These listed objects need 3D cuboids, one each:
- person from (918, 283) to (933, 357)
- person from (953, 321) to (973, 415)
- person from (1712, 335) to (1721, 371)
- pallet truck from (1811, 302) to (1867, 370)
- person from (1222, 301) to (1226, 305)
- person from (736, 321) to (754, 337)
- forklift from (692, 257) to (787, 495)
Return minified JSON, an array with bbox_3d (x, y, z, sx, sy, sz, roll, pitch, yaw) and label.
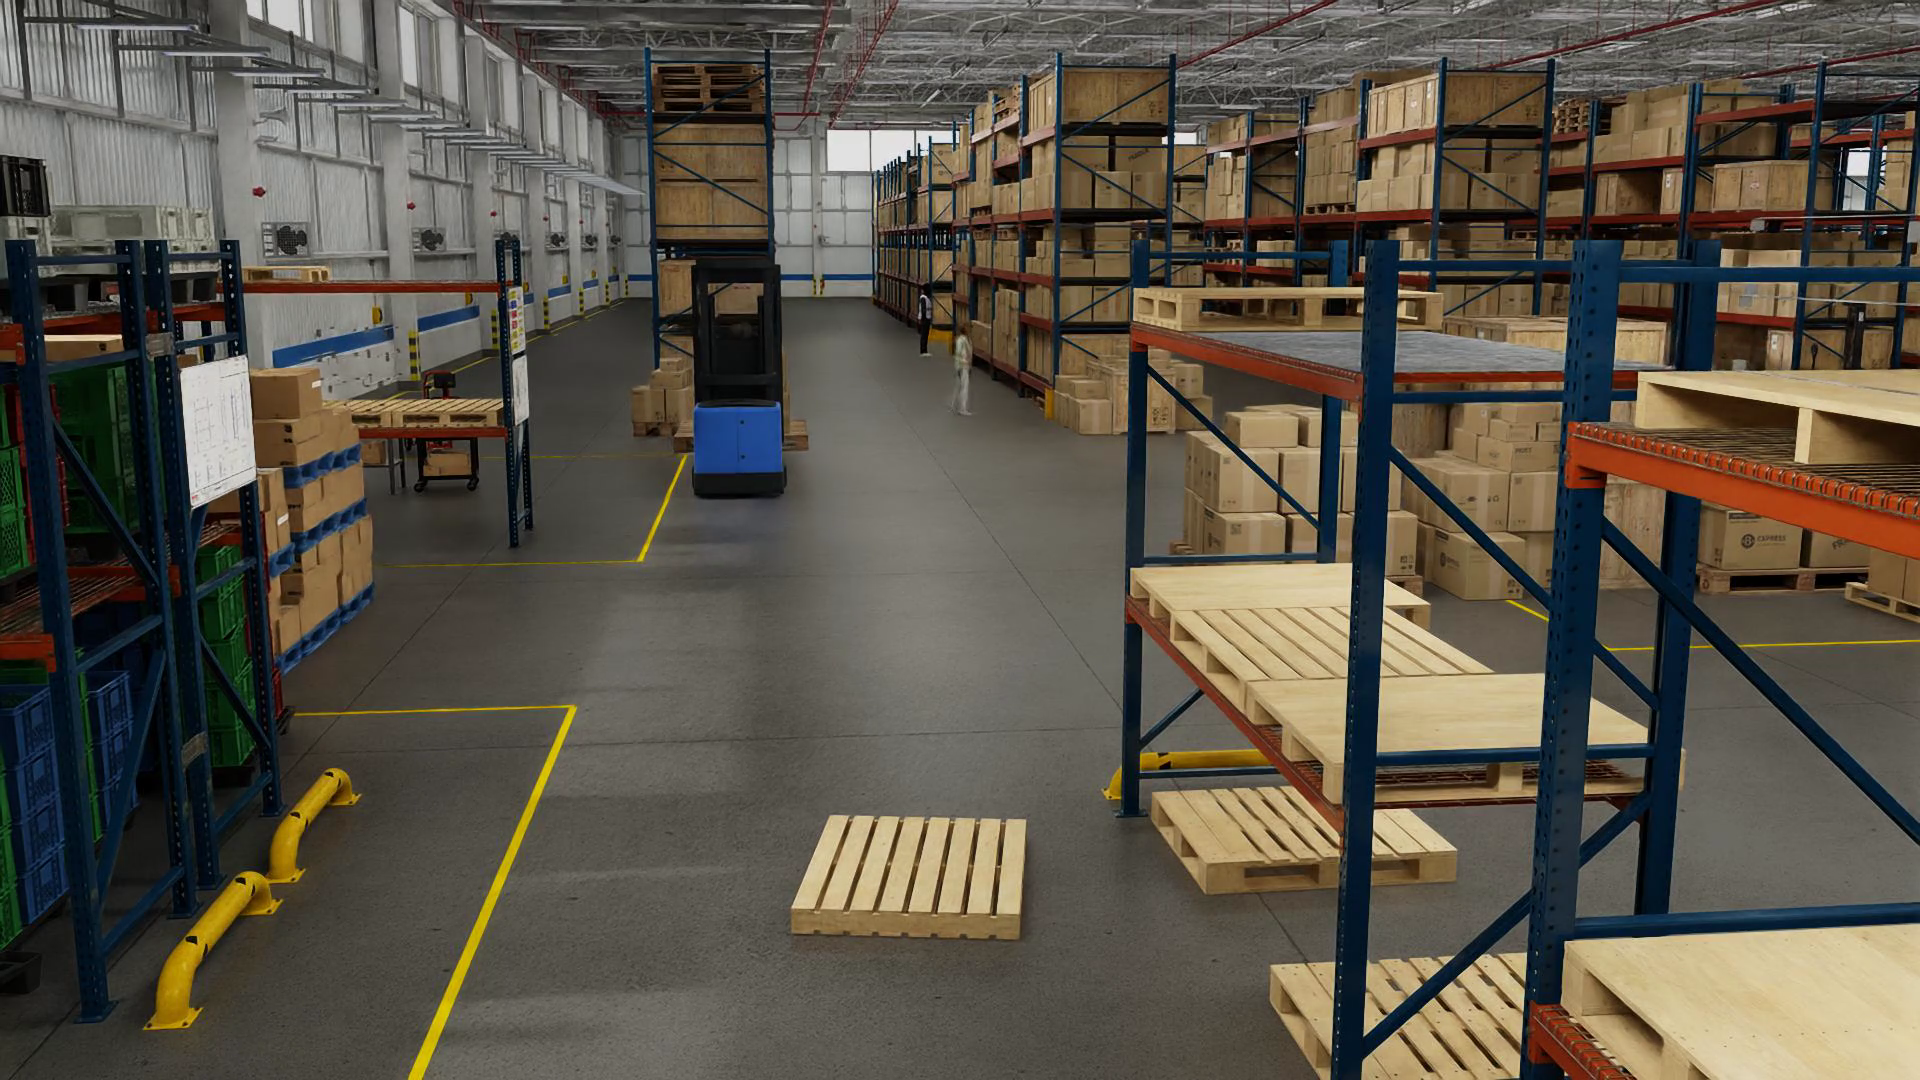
[{"bbox_3d":[-0.903,-5.749,43.457,0.374,1.917,0.596,2,10,10],"label":"person"},{"bbox_3d":[0.062,-2.991,28.989,0.320,1.649,0.523,4,11,21],"label":"person"},{"bbox_3d":[11.705,-2.619,26.179,0.491,1.889,0.665,-2,10,-13],"label":"person"},{"bbox_3d":[15.846,-3.142,28.793,1.885,1.965,0.823,2,10,12],"label":"pallet truck"},{"bbox_3d":[8.499,-7.411,52.393,0.612,2.024,0.608,-1,10,-7],"label":"person"},{"bbox_3d":[-3.068,-2.174,23.734,1.014,1.886,0.650,-4,11,-19],"label":"person"},{"bbox_3d":[-2.700,-2.035,20.212,1.129,2.768,1.873,-1,10,-6],"label":"forklift"}]
